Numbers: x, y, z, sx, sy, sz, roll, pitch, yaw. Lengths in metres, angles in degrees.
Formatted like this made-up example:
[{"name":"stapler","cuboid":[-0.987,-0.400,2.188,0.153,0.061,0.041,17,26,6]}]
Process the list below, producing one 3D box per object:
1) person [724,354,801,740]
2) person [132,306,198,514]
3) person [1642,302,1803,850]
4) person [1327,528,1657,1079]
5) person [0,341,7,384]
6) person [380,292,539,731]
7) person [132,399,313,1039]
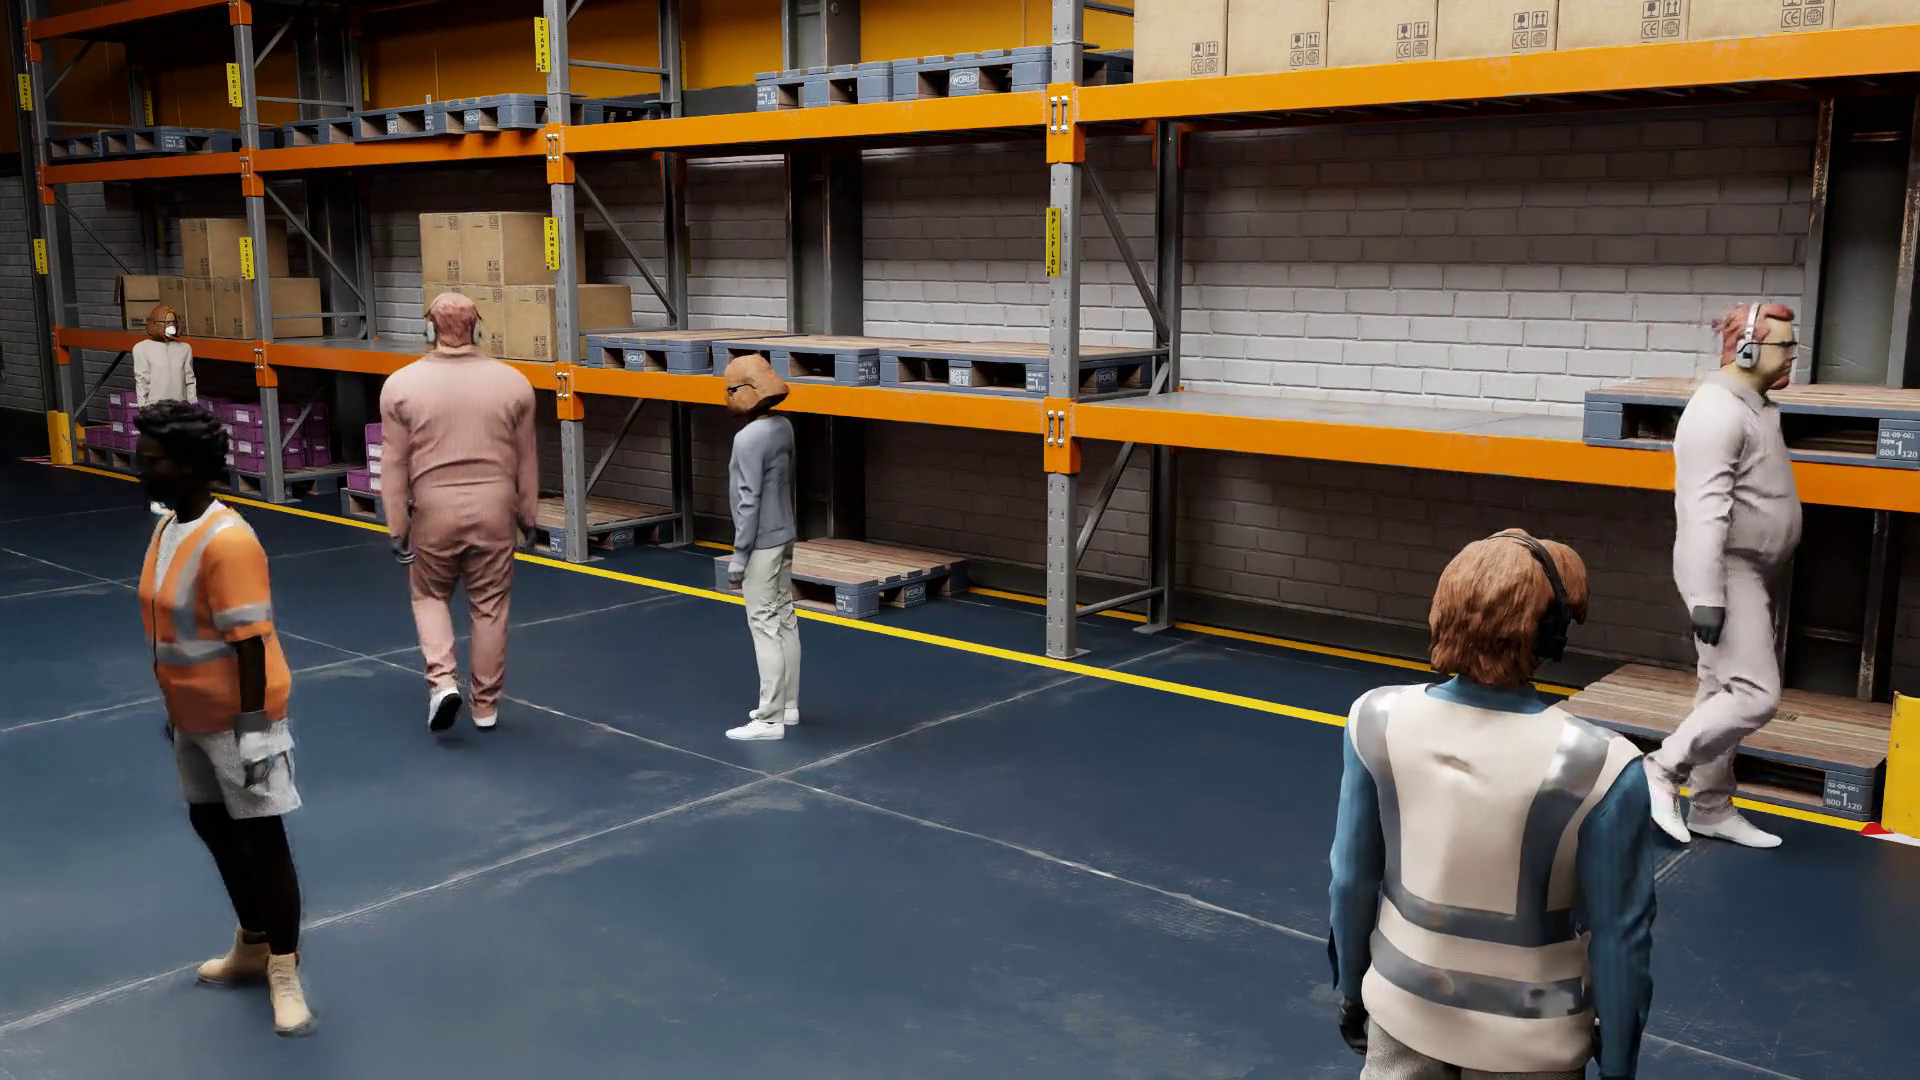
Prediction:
[{"name":"person","cuboid":[-0.844,0.032,7.054,0.282,1.633,0.499,3,10,14]},{"name":"person","cuboid":[-6.224,-1.019,13.069,0.277,1.629,0.497,7,12,33]},{"name":"person","cuboid":[2.648,0.143,5.677,0.421,1.893,0.665,6,12,32]},{"name":"person","cuboid":[0.835,0.798,2.681,0.525,1.639,0.307,9,13,41]},{"name":"person","cuboid":[-9.430,-1.626,15.930,0.512,1.836,0.862,-5,11,-26]},{"name":"person","cuboid":[-2.105,-0.098,7.063,0.652,1.892,0.447,-4,11,-21]},{"name":"person","cuboid":[-1.957,0.468,4.438,0.605,1.688,0.323,9,13,41]}]
